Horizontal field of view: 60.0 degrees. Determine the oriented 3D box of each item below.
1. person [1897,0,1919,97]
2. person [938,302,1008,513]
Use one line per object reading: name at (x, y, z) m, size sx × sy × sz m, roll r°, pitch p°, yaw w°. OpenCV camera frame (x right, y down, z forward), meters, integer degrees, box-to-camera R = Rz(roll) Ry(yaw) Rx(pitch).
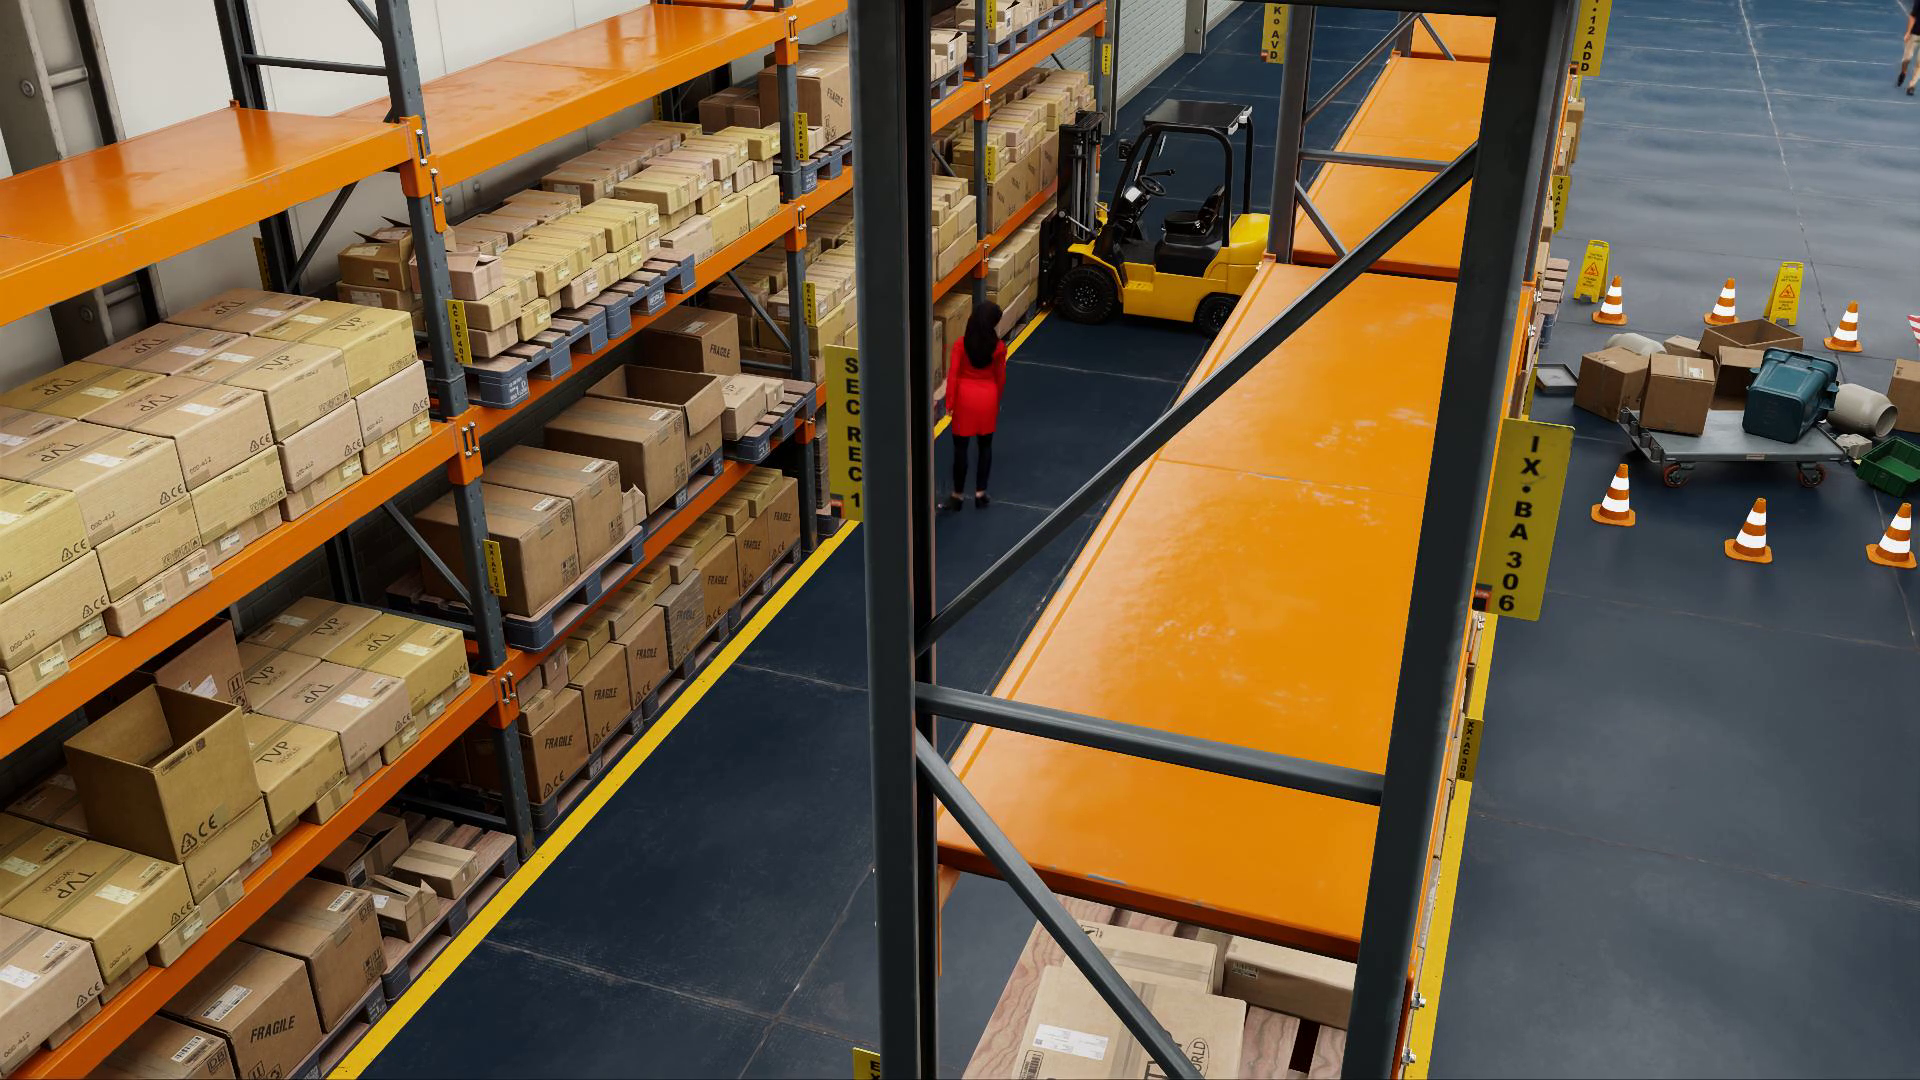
person at (15.112, -7.960, 26.151) m, size 0.643 × 1.845 × 0.783 m, roll 10°, pitch 30°, yaw 19°
person at (0.091, -1.037, 13.280) m, size 0.831 × 1.724 × 0.830 m, roll -12°, pitch 30°, yaw -21°
